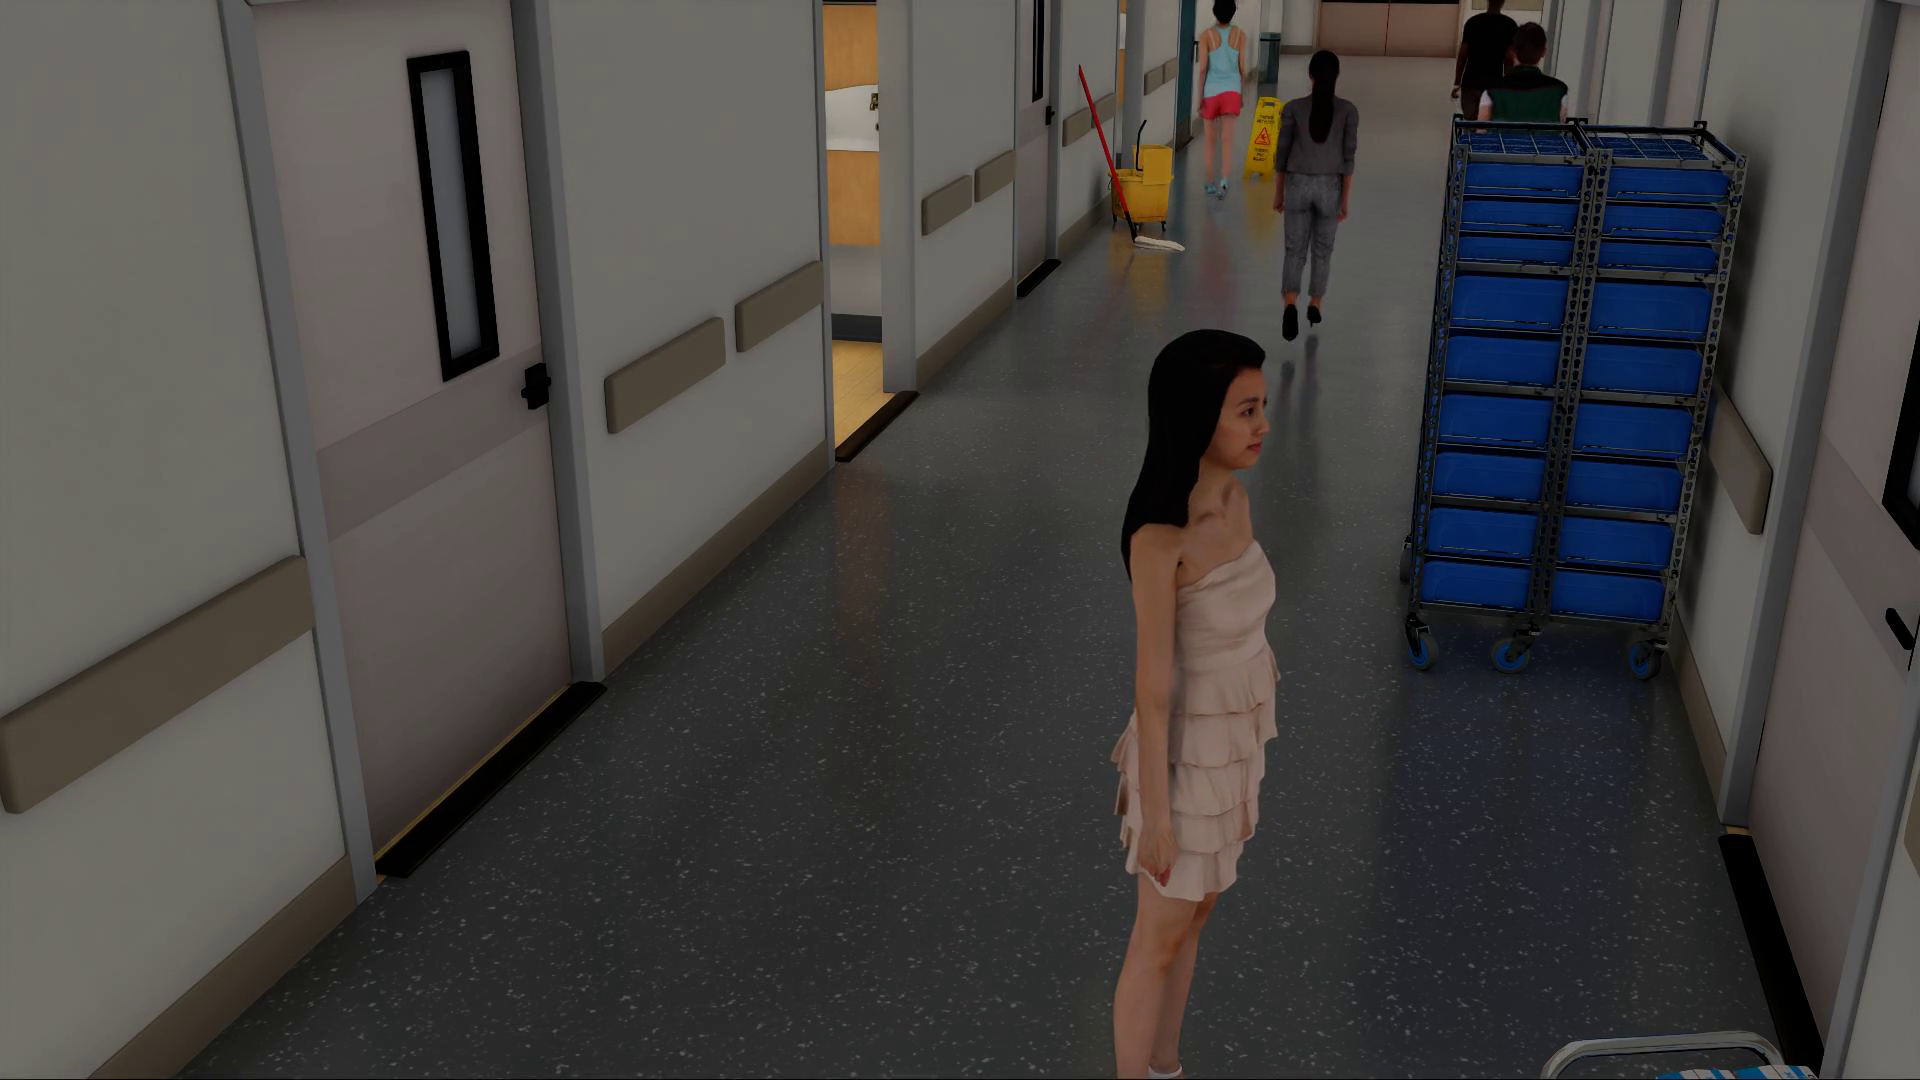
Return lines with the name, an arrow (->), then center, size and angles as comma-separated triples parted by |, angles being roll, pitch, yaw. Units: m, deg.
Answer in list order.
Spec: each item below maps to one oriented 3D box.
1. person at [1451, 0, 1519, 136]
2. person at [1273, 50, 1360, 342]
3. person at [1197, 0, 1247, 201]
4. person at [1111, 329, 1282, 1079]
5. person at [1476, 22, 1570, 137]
person -> 4.774, -4.131, 15.210 | 0.676, 1.779, 0.818 | 4, 21, 12
person -> 2.036, -1.943, 9.634 | 0.611, 1.638, 1.086 | 5, 21, 12
person -> 2.280, -3.798, 14.401 | 0.721, 1.730, 1.210 | 2, 21, 5
person -> 0.434, 0.444, 3.193 | 0.695, 1.736, 0.546 | 12, 24, 28
person -> 3.174, -1.976, 9.478 | 0.700, 1.810, 1.038 | 8, 22, 20
